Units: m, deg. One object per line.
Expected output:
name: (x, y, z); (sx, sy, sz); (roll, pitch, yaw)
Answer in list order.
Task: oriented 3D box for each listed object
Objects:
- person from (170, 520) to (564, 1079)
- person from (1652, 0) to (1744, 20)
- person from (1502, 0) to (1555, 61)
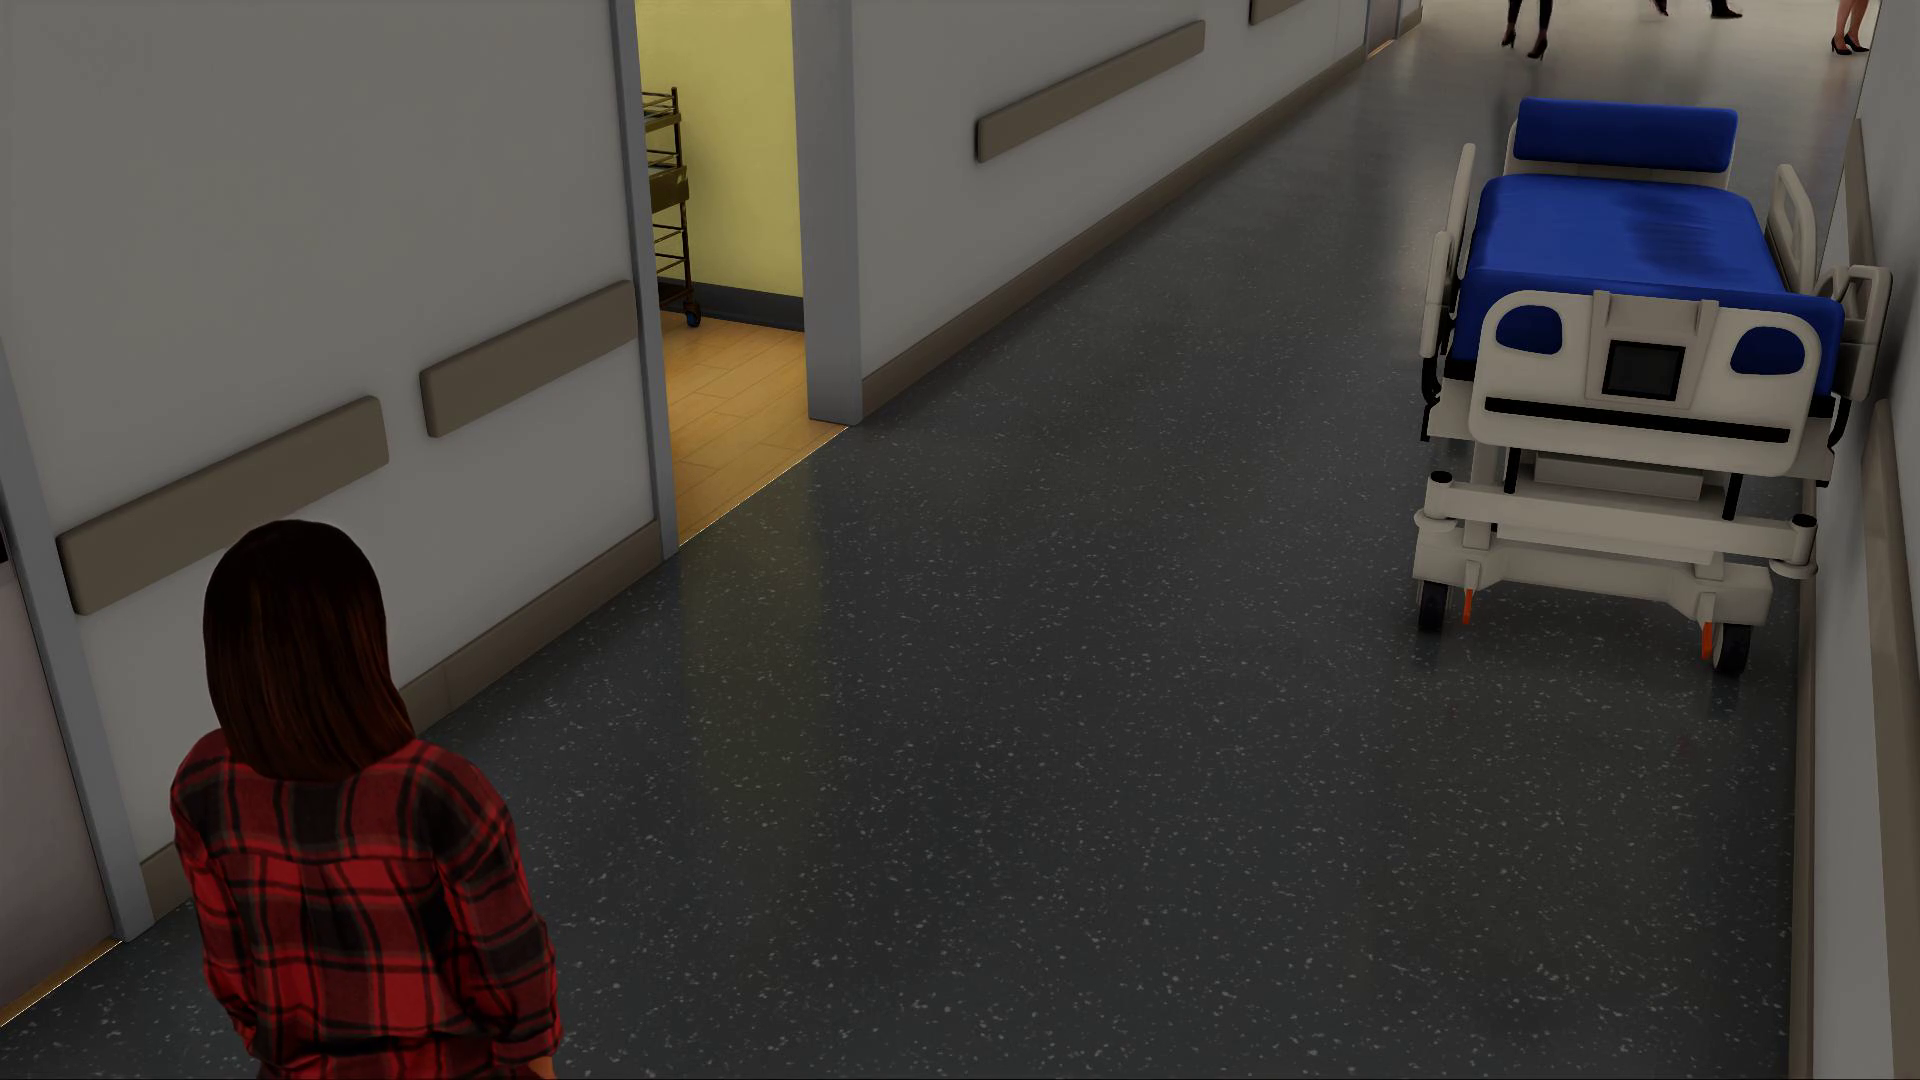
person: (-0.747, 0.747, 2.225); (0.592, 1.703, 0.734); (3, 26, 7)
person: (7.116, -5.845, 15.805); (1.173, 1.781, 0.780); (6, 26, 13)
person: (4.880, -4.934, 13.913); (1.036, 1.783, 0.966); (-5, 26, -10)
